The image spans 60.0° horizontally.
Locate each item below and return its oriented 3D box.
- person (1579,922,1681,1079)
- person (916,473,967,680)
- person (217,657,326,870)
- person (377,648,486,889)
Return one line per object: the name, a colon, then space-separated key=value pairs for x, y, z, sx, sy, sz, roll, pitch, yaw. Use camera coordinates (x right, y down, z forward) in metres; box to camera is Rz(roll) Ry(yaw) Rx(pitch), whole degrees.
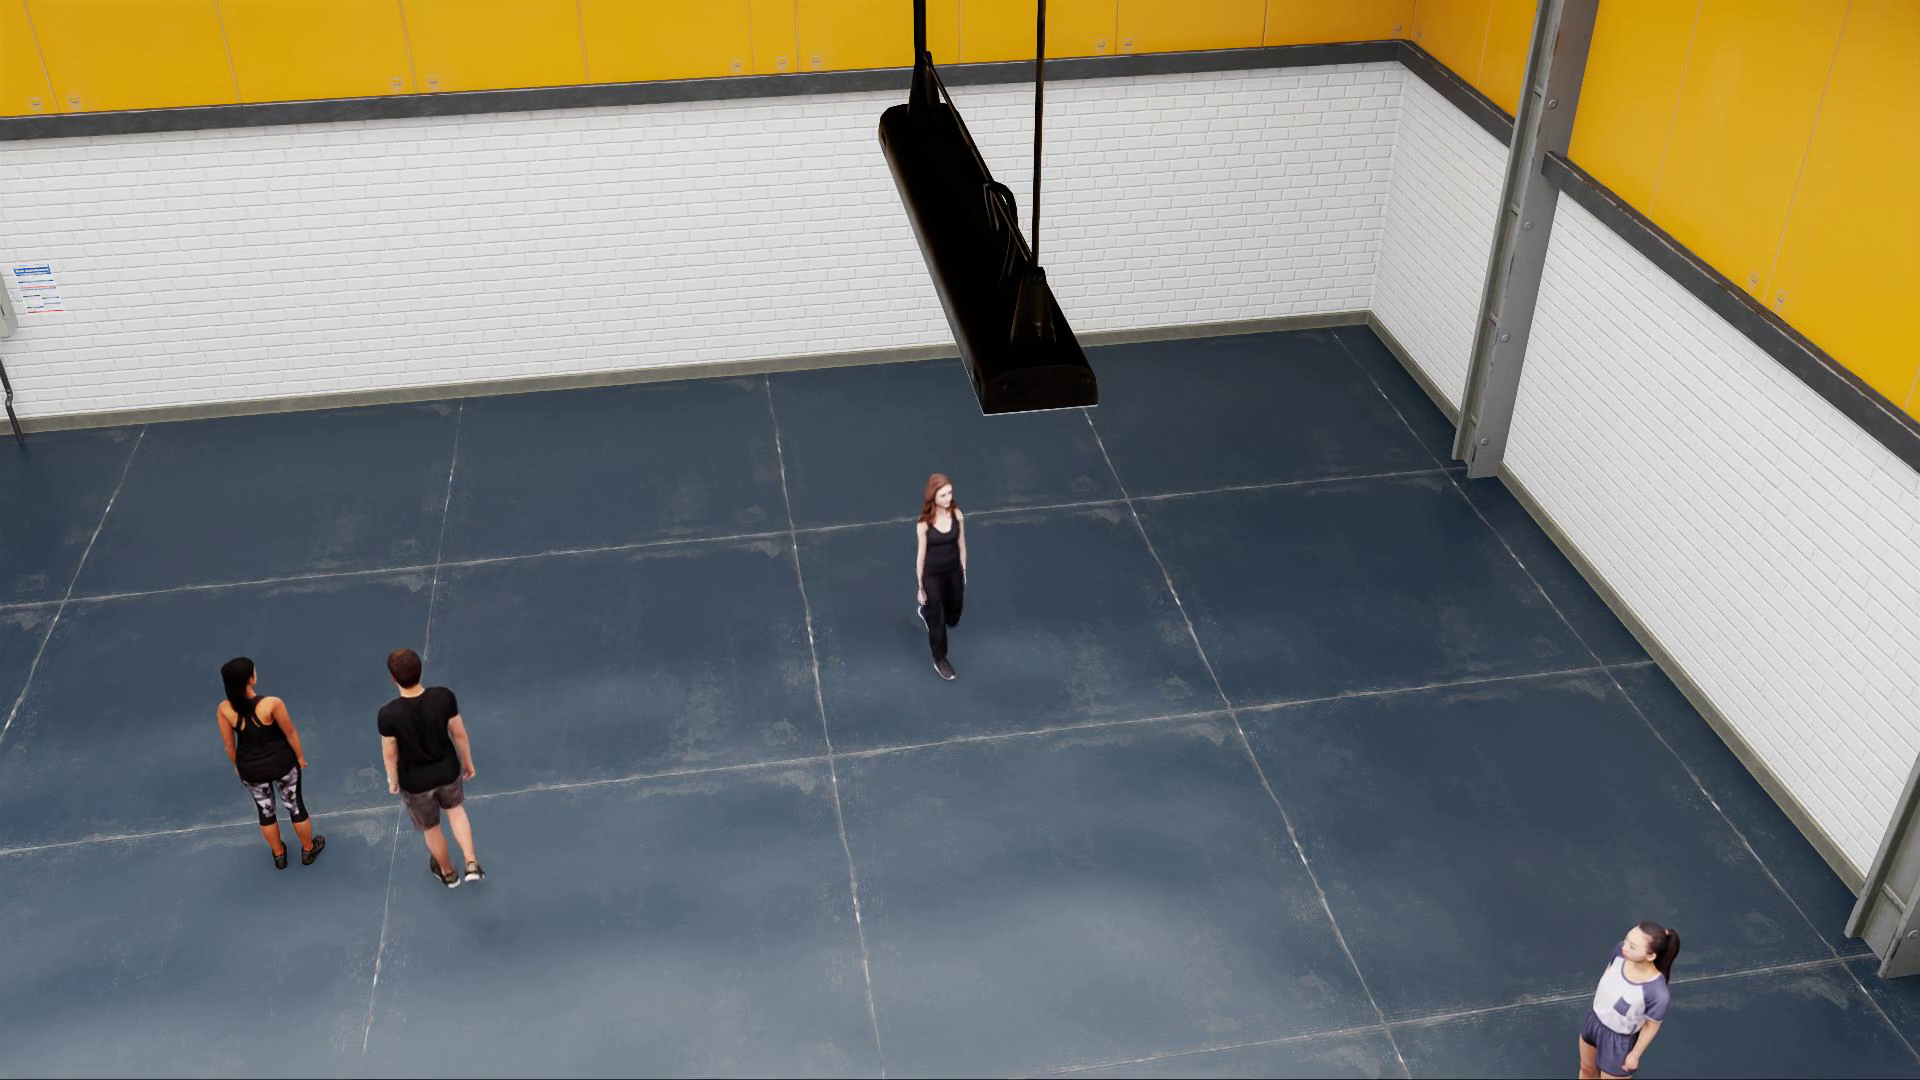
person: x=3.502 y=2.636 z=8.873 sx=0.651 sy=1.650 sz=0.457 roll=-7 pitch=34 yaw=-10
person: x=-0.198 y=0.214 z=12.442 sx=0.768 sy=1.733 sz=0.950 roll=-18 pitch=38 yaw=-25
person: x=-4.453 y=1.423 z=10.678 sx=0.583 sy=1.673 sz=0.493 roll=-6 pitch=34 yaw=-10
person: x=-3.281 y=1.511 z=10.387 sx=0.856 sy=1.849 sz=0.943 roll=-22 pitch=40 yaw=-30
